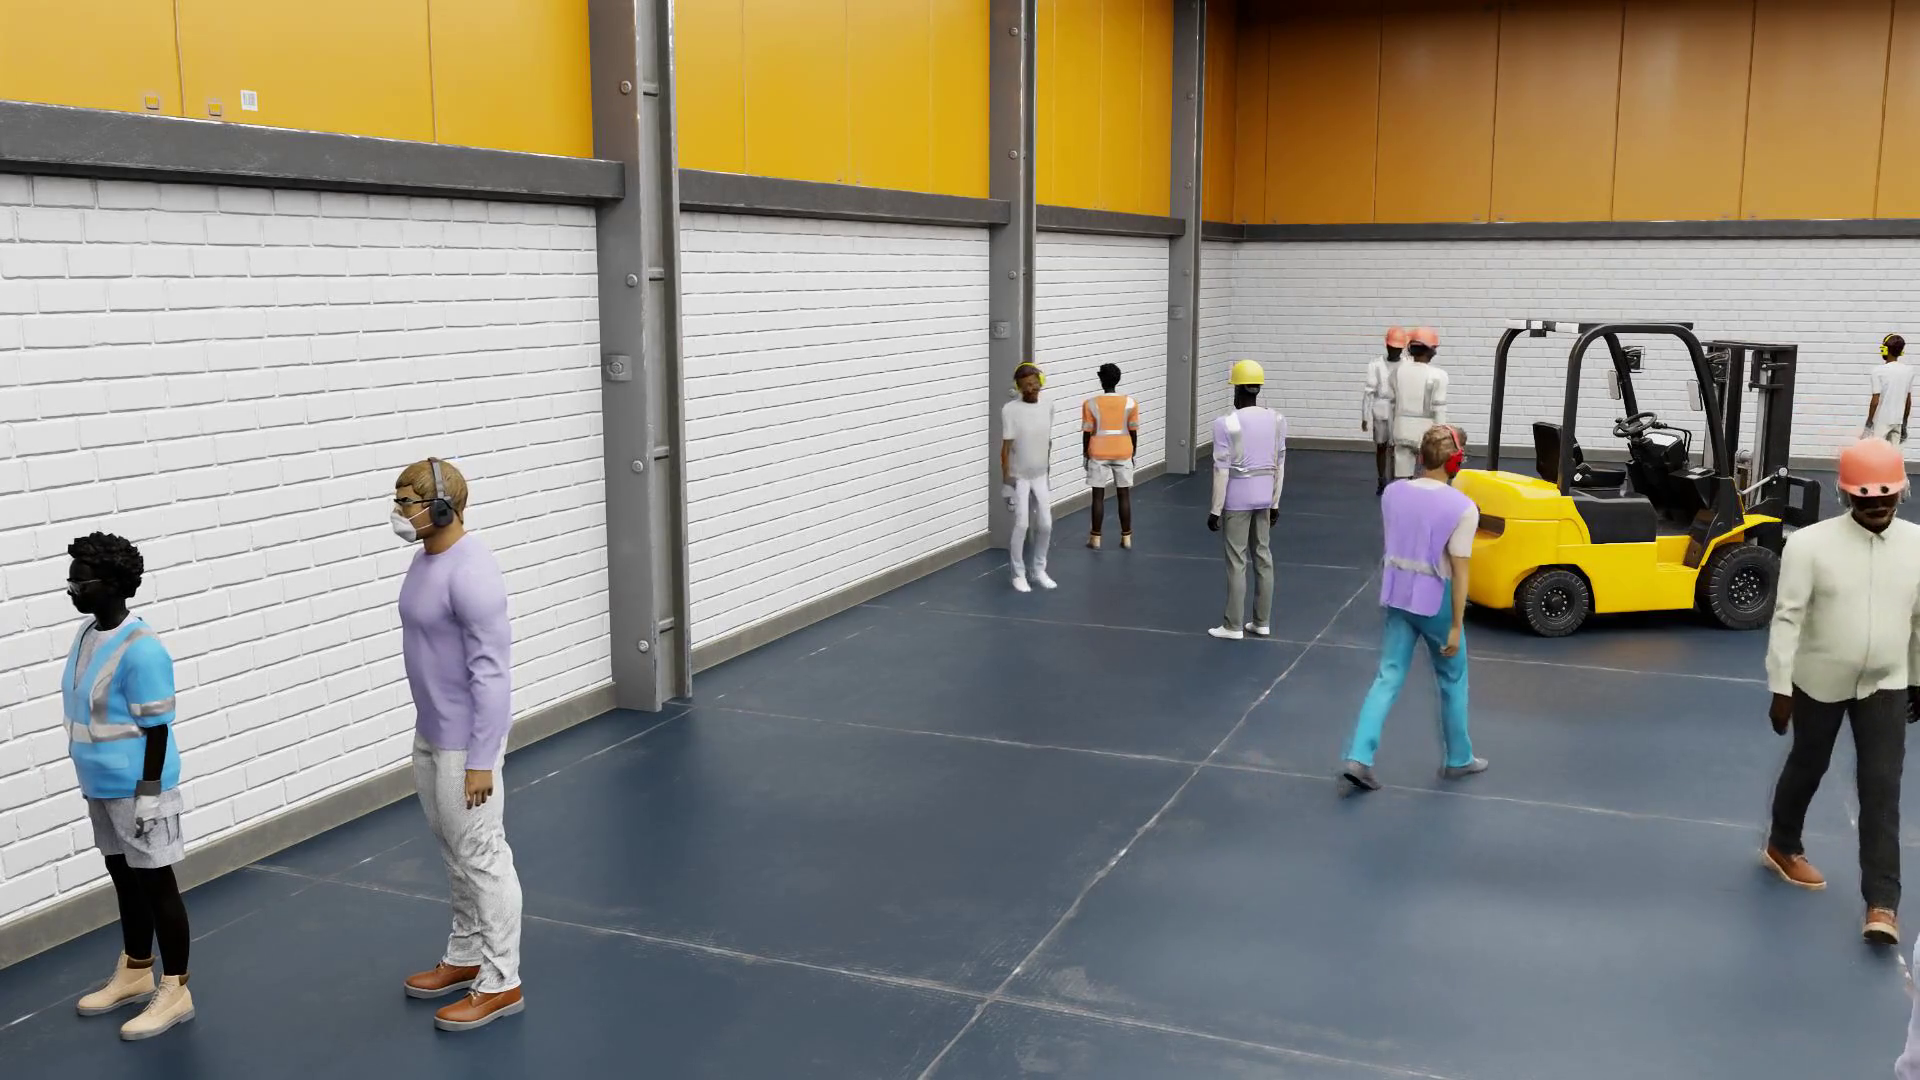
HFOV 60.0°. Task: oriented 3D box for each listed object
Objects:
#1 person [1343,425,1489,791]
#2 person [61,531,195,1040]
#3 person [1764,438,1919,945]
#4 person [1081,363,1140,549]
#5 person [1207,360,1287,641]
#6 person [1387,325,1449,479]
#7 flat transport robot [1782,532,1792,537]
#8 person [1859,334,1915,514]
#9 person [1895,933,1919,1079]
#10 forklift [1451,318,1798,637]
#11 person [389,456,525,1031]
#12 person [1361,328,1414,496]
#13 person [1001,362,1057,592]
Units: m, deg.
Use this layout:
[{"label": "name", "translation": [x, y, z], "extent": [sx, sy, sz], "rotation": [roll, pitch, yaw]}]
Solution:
[{"label": "person", "translation": [2.251, 0.334, 8.146], "extent": [0.932, 1.809, 0.586], "rotation": [-7, 12, -38]}, {"label": "person", "translation": [-2.800, 0.810, 5.571], "extent": [0.532, 1.697, 0.319], "rotation": [8, 12, 40]}, {"label": "person", "translation": [3.479, 0.548, 6.491], "extent": [0.682, 1.920, 1.048], "rotation": [1, 9, 6]}, {"label": "person", "translation": [1.362, -0.756, 15.093], "extent": [0.535, 1.693, 0.320], "rotation": [-1, 9, -4]}, {"label": "person", "translation": [1.954, -0.268, 11.412], "extent": [0.588, 1.927, 0.370], "rotation": [-5, 11, -28]}, {"label": "person", "translation": [4.125, -0.912, 15.004], "extent": [0.603, 2.028, 0.433], "rotation": [8, 12, 41]}, {"label": "flat transport robot", "translation": [7.162, 0.110, 14.123], "extent": [0.652, 0.197, 1.431], "rotation": [-3, 10, -15]}, {"label": "person", "translation": [9.521, -1.173, 17.111], "extent": [0.566, 1.874, 0.410], "rotation": [-2, 10, -13]}, {"label": "person", "translation": [1.782, 1.229, 2.634], "extent": [0.649, 1.826, 0.488], "rotation": [9, 13, 43]}, {"label": "forklift", "translation": [4.706, -0.497, 11.990], "extent": [2.313, 2.155, 1.214], "rotation": [-2, 10, -10]}, {"label": "person", "translation": [-1.706, 0.678, 5.640], "extent": [0.353, 1.937, 0.635], "rotation": [-6, 11, -34]}, {"label": "person", "translation": [4.703, -1.368, 18.226], "extent": [0.584, 1.869, 1.021], "rotation": [2, 10, 14]}, {"label": "person", "translation": [0.520, -0.484, 13.005], "extent": [0.540, 1.829, 0.516], "rotation": [-5, 10, -27]}]
